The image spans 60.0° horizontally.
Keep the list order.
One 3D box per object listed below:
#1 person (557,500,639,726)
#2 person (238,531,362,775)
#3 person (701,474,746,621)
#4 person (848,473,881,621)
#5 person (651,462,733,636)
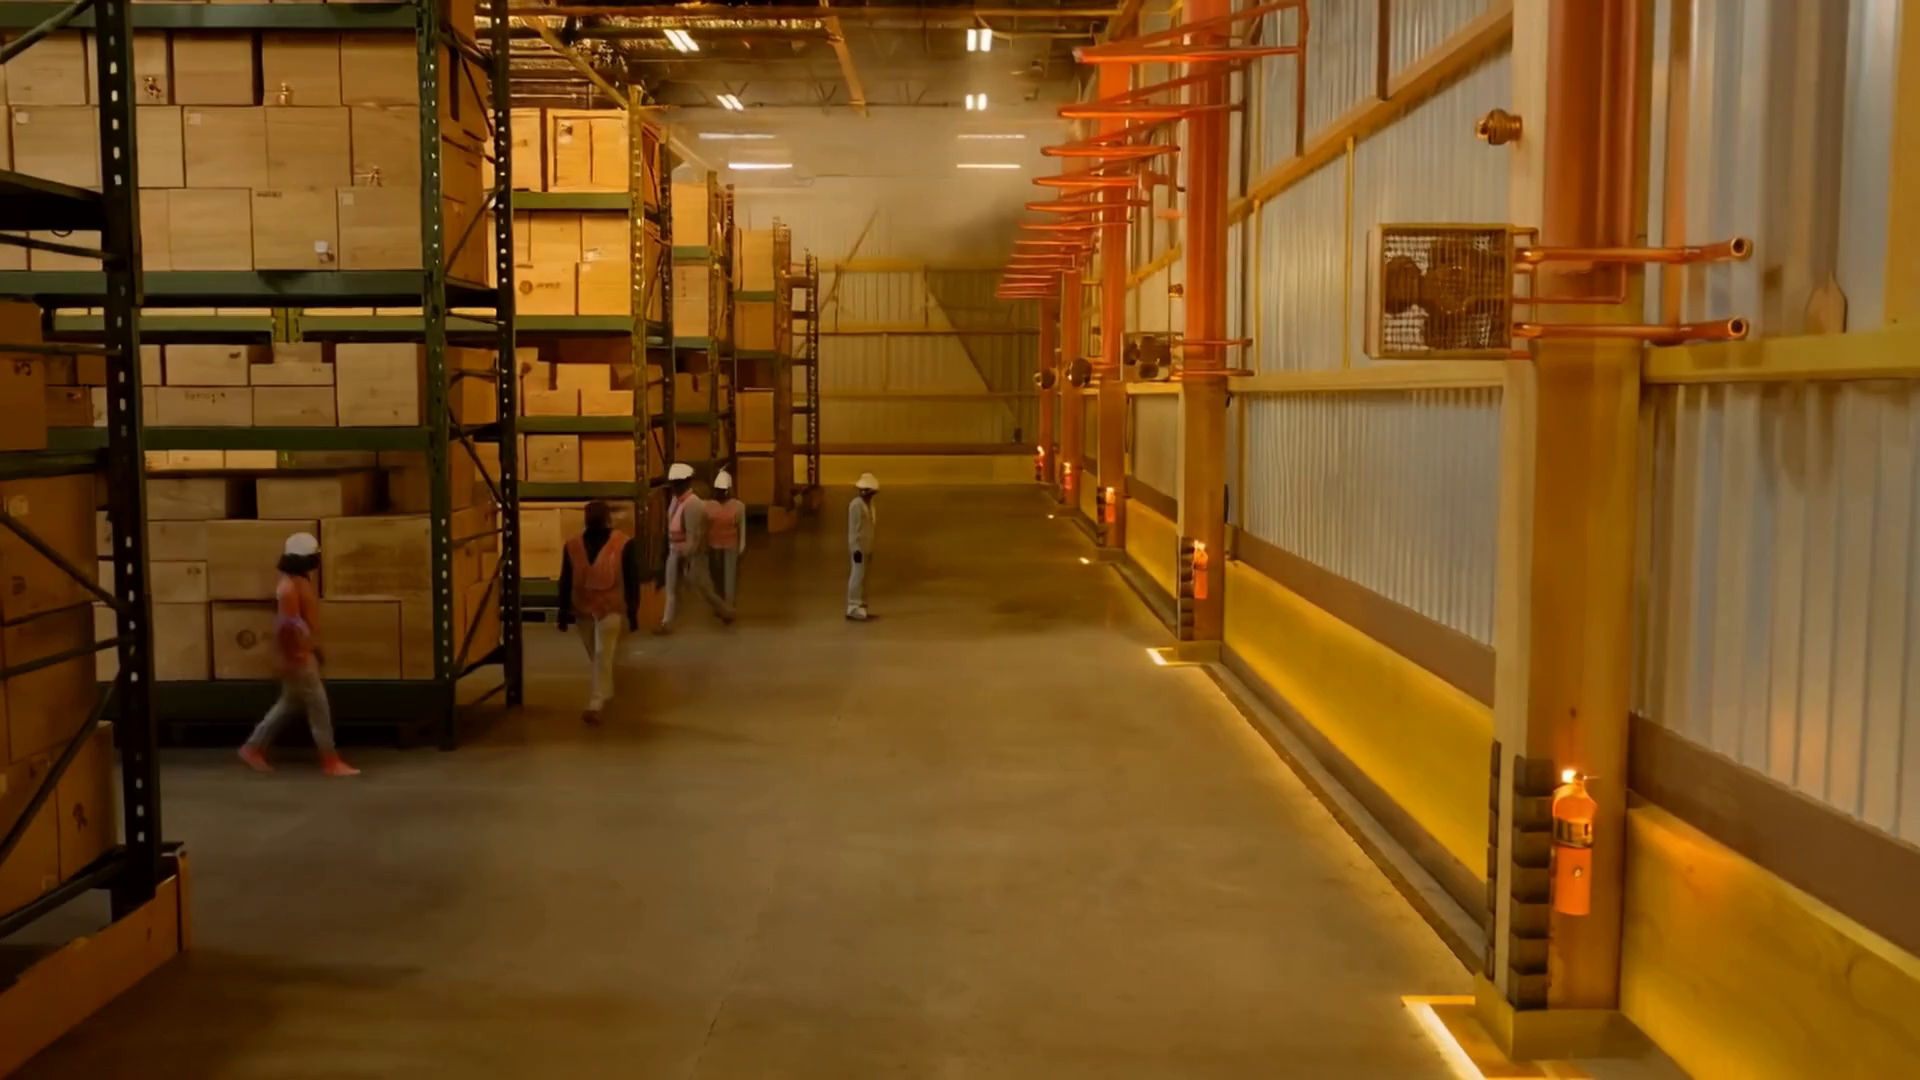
[{"bbox_3d":[-2.960,0.571,13.557,0.641,1.793,0.959,1,5,10],"label":"person"},{"bbox_3d":[-4.614,0.785,11.510,0.835,1.710,0.497,0,5,-2],"label":"person"},{"bbox_3d":[-2.800,0.080,19.694,0.524,1.724,0.895,0,5,0],"label":"person"},{"bbox_3d":[-1.103,0.081,19.530,0.351,1.742,0.567,2,5,23],"label":"person"},{"bbox_3d":[-2.959,0.099,18.335,0.864,1.921,0.614,-3,6,-31],"label":"person"}]
